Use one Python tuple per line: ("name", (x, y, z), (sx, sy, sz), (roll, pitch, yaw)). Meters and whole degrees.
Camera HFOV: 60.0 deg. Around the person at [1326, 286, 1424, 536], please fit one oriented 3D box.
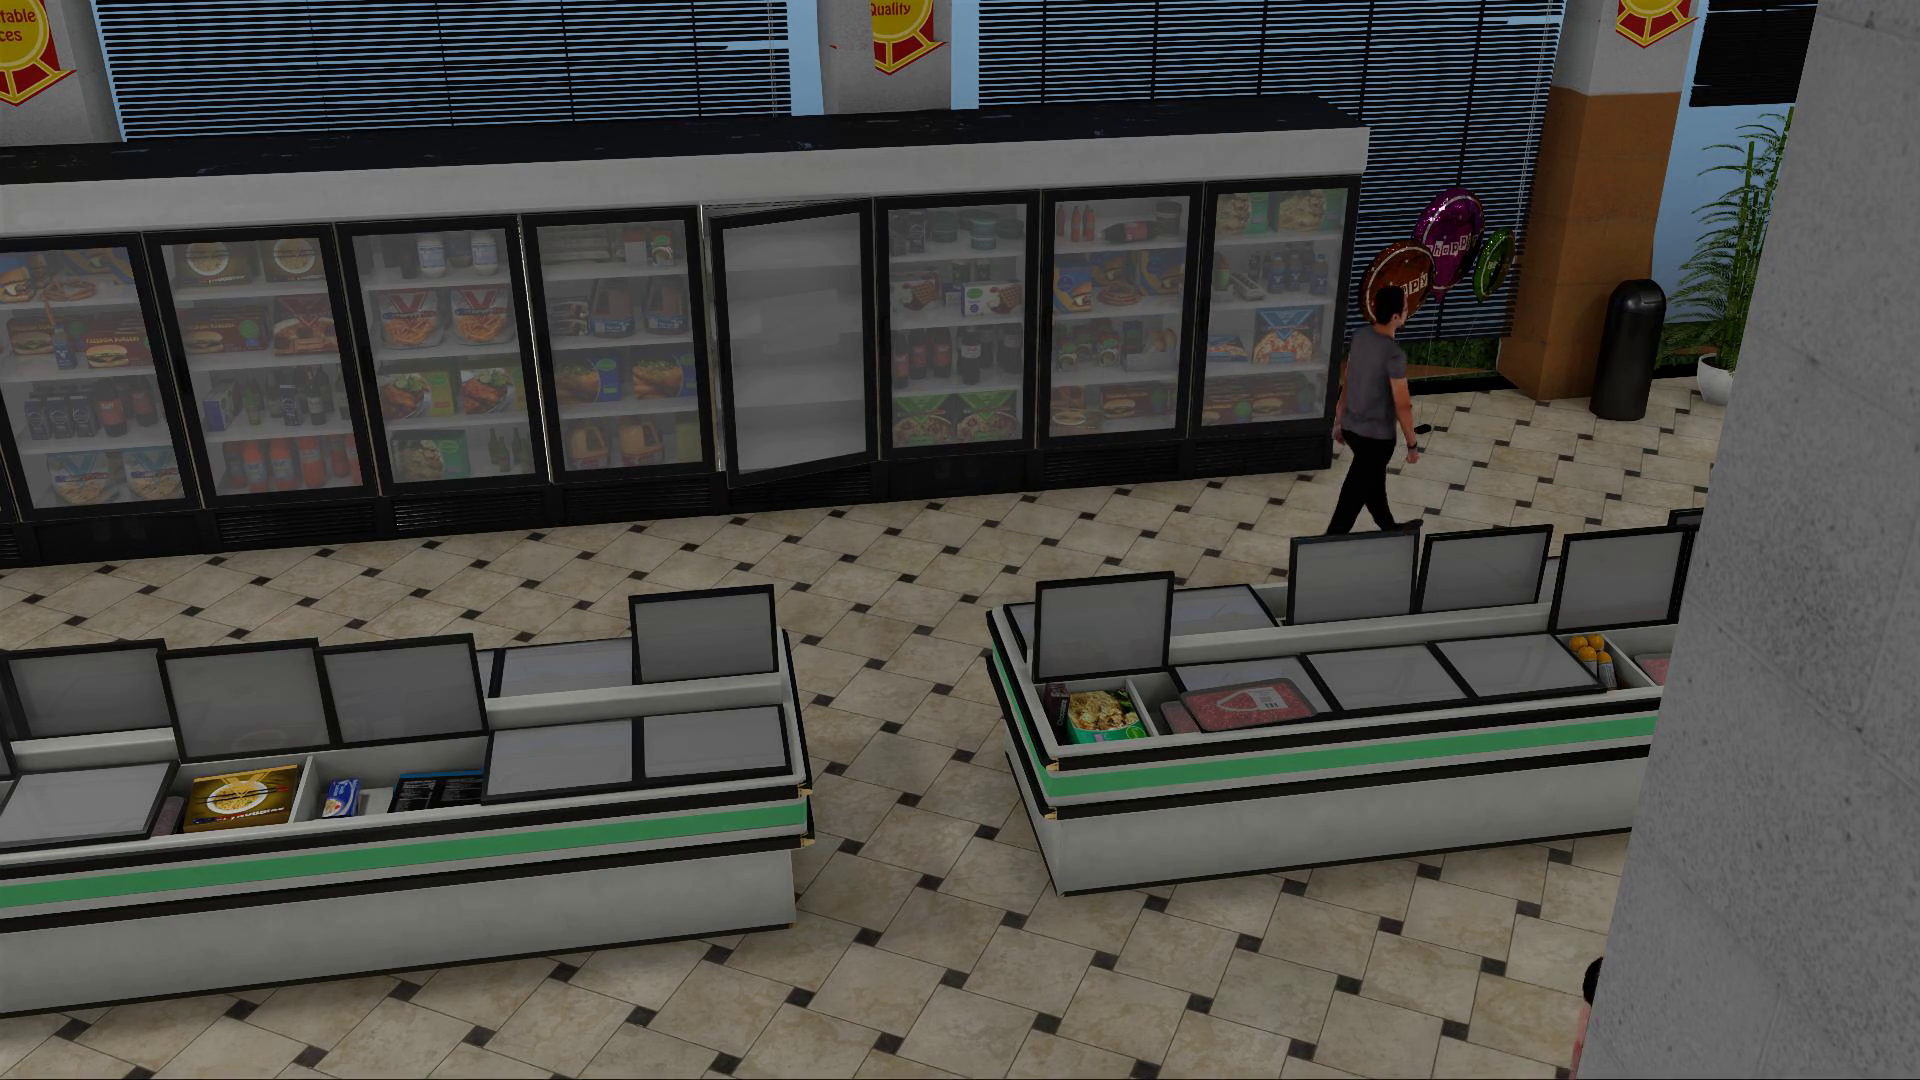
("person", (2.267, -0.591, 9.520), (1.080, 1.724, 0.760), (-9, 28, -17))
